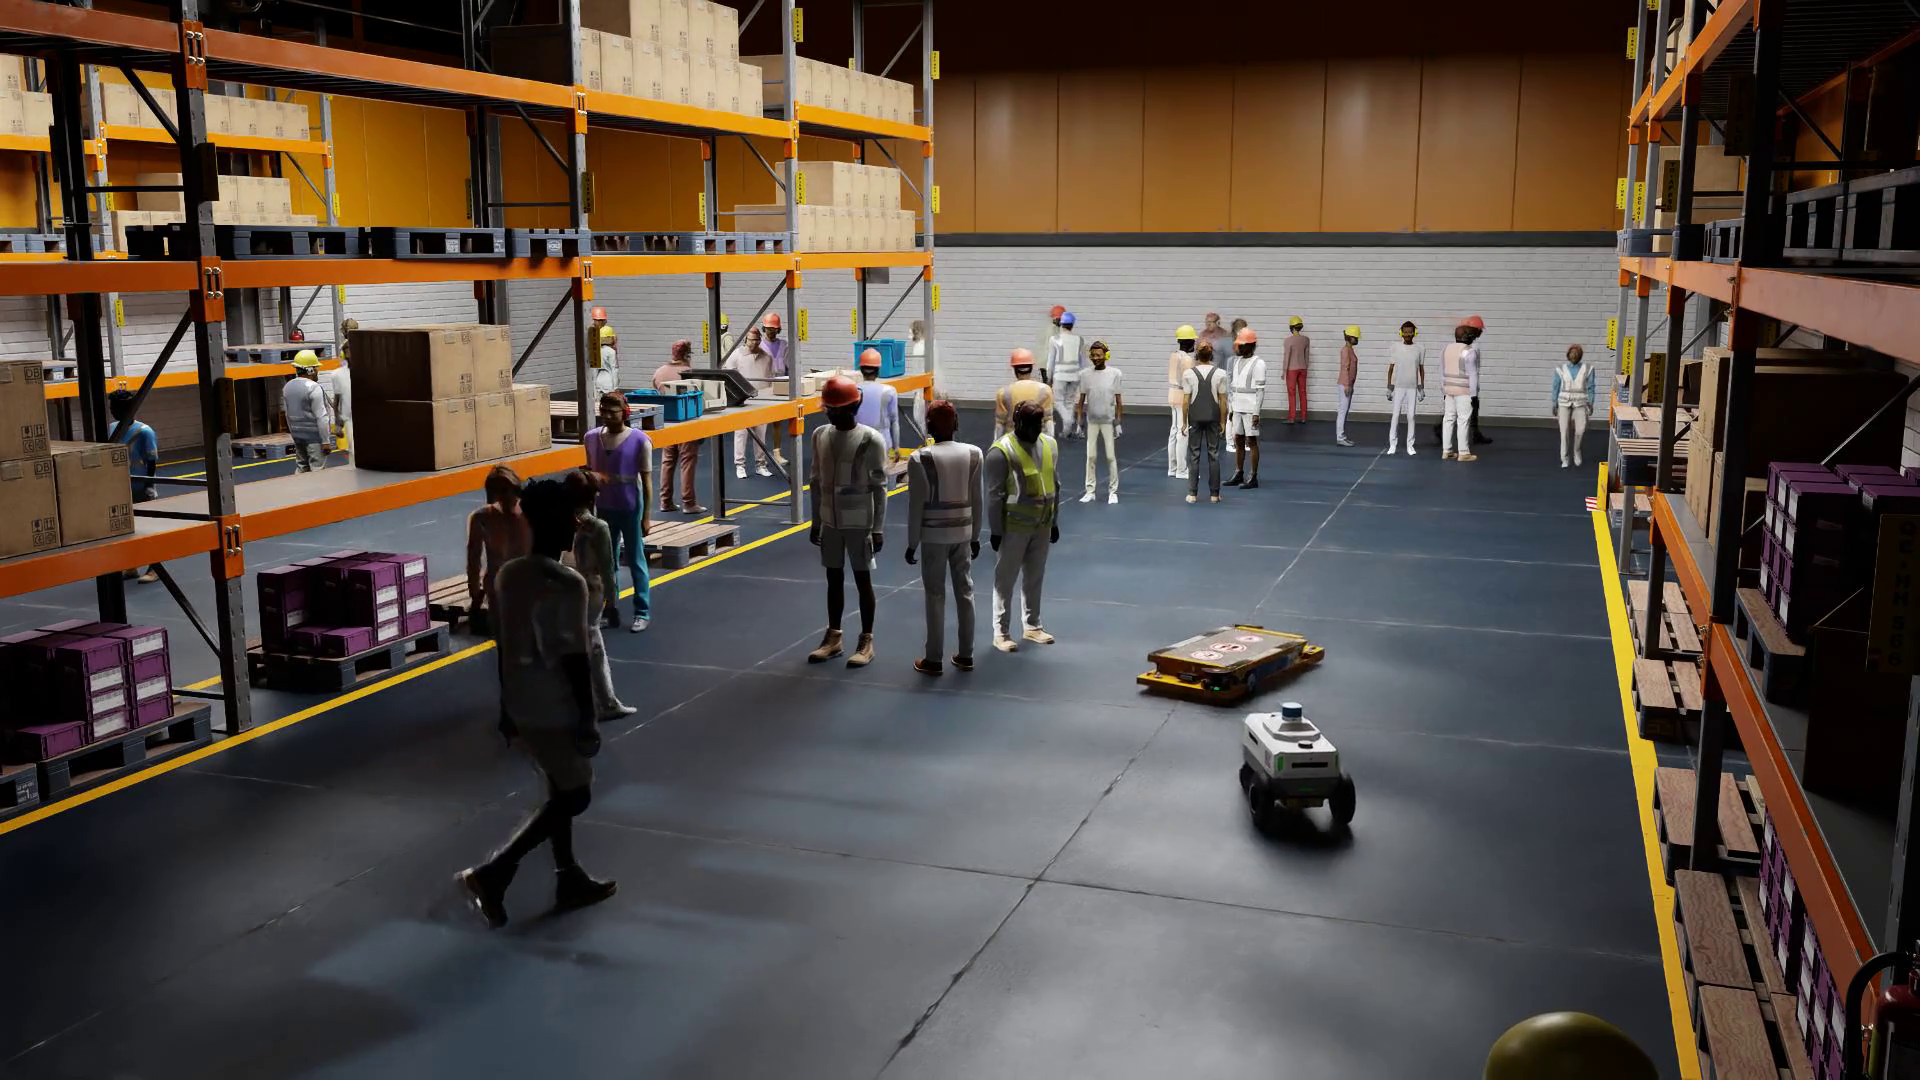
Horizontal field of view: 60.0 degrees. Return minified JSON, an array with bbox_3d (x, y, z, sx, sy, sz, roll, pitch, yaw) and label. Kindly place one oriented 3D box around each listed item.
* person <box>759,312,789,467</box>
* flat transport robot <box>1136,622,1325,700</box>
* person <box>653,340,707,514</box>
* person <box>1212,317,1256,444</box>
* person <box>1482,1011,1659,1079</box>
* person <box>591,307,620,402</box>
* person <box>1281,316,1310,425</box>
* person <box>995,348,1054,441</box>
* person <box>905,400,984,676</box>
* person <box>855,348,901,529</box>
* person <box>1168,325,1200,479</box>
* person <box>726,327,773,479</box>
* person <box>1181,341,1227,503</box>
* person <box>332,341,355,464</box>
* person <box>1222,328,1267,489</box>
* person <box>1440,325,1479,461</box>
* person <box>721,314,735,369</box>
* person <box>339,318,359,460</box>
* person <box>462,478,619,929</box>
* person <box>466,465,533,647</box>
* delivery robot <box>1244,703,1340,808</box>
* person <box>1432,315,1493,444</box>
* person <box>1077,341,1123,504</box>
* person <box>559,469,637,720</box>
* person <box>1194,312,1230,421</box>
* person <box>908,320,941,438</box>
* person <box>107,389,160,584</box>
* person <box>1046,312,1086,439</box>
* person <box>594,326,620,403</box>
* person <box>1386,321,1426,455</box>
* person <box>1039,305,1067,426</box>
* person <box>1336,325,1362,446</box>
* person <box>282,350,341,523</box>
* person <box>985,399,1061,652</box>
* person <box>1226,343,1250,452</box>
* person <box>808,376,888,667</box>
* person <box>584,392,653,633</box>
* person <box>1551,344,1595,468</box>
[{"bbox_3d":[-2.485,-1.989,22.028,0.607,2.039,0.395,-6,12,-31],"label":"person"},{"bbox_3d":[1.856,0.803,11.278,0.652,0.197,1.431,8,13,38],"label":"flat transport robot"},{"bbox_3d":[-3.038,-1.234,18.191,0.644,1.900,0.395,6,12,29],"label":"person"},{"bbox_3d":[4.018,-2.377,24.697,0.657,1.887,0.993,-1,10,-8],"label":"person"},{"bbox_3d":[0.790,1.565,2.316,0.590,1.930,0.358,-2,10,-12],"label":"person"},{"bbox_3d":[-5.437,-2.523,25.155,0.622,1.992,0.395,-7,12,-36],"label":"person"},{"bbox_3d":[5.475,-2.768,27.178,0.523,1.769,0.321,-5,11,-28],"label":"person"},{"bbox_3d":[0.636,-0.917,16.305,0.579,1.925,0.390,0,10,0],"label":"person"},{"bbox_3d":[-0.106,-0.014,11.335,0.572,1.887,0.356,-5,11,-28],"label":"person"},{"bbox_3d":[-0.865,-0.929,16.399,0.551,1.919,0.553,1,10,6],"label":"person"},{"bbox_3d":[2.801,-1.723,20.836,0.363,1.930,0.588,-3,10,-14],"label":"person"},{"bbox_3d":[-2.611,-1.731,20.965,0.639,1.902,0.407,-6,12,-32],"label":"person"},{"bbox_3d":[2.766,-1.334,18.879,0.504,1.847,0.345,1,10,6],"label":"person"},{"bbox_3d":[-6.898,-1.368,19.072,0.546,1.844,0.425,-6,12,-29],"label":"person"},{"bbox_3d":[3.431,-1.586,20.041,0.353,1.939,0.544,-6,12,-31],"label":"person"},{"bbox_3d":[6.813,-1.997,22.635,0.429,1.842,0.625,-6,12,-29],"label":"person"},{"bbox_3d":[-3.812,-2.711,26.676,0.404,1.832,0.598,-5,11,-26],"label":"person"},{"bbox_3d":[-8.254,-2.064,22.757,0.361,1.932,0.630,3,10,16],"label":"person"},{"bbox_3d":[-1.819,0.703,7.113,0.705,1.944,0.617,-9,14,-42],"label":"person"},{"bbox_3d":[-2.736,0.329,10.209,0.538,1.596,0.863,-3,10,-15],"label":"person"},{"bbox_3d":[1.712,1.087,8.616,0.477,0.478,0.707,-1,10,-4],"label":"delivery robot"},{"bbox_3d":[7.400,-2.340,24.399,0.878,1.908,0.554,0,10,-2],"label":"person"},{"bbox_3d":[1.591,-1.323,18.816,0.533,1.856,0.364,3,11,16],"label":"person"},{"bbox_3d":[-2.289,0.377,9.935,0.533,1.602,0.842,9,13,40],"label":"person"},{"bbox_3d":[3.963,-2.613,25.981,0.653,1.889,0.510,5,11,27],"label":"person"},{"bbox_3d":[-0.437,-2.065,22.847,0.569,1.896,0.647,0,10,-3],"label":"person"},{"bbox_3d":[-7.177,-0.466,14.422,0.530,1.693,0.321,4,11,23],"label":"person"},{"bbox_3d":[1.620,-2.446,24.910,0.623,1.928,0.642,-4,11,-23],"label":"person"},{"bbox_3d":[-5.165,-2.262,24.396,0.491,1.744,0.295,8,13,37],"label":"person"},{"bbox_3d":[6.236,-2.121,23.245,0.533,1.870,0.315,2,10,9],"label":"person"},{"bbox_3d":[1.477,-2.793,26.784,0.611,1.959,0.617,4,11,21],"label":"person"},{"bbox_3d":[5.678,-2.251,24.295,0.323,1.761,0.523,3,11,19],"label":"person"},{"bbox_3d":[-6.817,-1.080,17.489,0.590,1.833,0.404,6,12,32],"label":"person"},{"bbox_3d":[0.466,-0.106,12.042,0.644,1.832,0.431,-8,13,-39],"label":"person"},{"bbox_3d":[3.975,-2.065,23.604,0.497,1.631,0.285,-8,13,-38],"label":"person"},{"bbox_3d":[-0.798,-0.125,11.548,0.608,2.033,0.404,6,12,31],"label":"person"},{"bbox_3d":[-2.570,-0.214,12.618,0.568,1.837,0.387,4,11,20],"label":"person"},{"bbox_3d":[8.039,-1.753,21.832,0.538,1.626,0.372,4,11,22],"label":"person"}]
